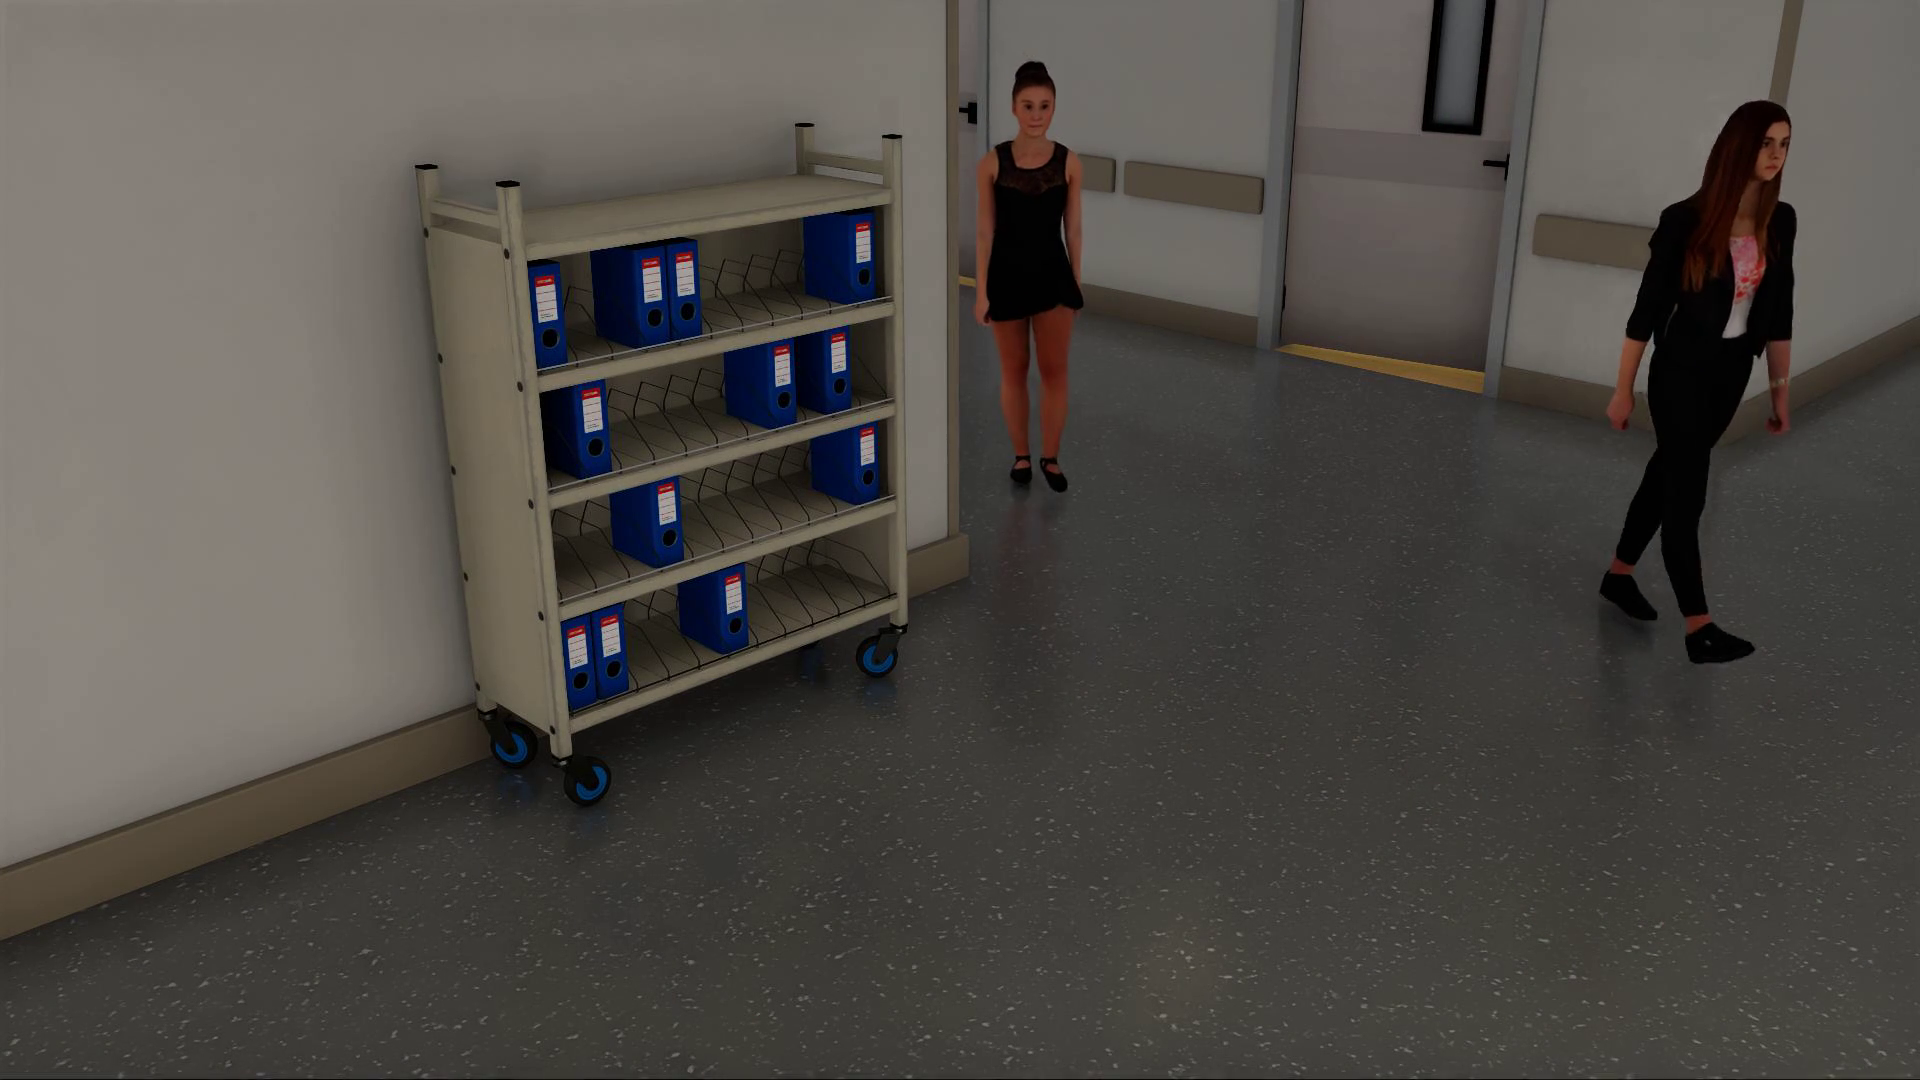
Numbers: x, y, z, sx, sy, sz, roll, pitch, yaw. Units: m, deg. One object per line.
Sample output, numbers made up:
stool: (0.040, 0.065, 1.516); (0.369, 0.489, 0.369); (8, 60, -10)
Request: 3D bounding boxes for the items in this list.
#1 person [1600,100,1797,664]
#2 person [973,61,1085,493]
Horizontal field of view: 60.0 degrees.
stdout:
person: (2.255, -0.506, 5.224); (1.088, 1.674, 1.011); (-5, 21, -12)
person: (0.262, -1.040, 6.646); (0.759, 1.665, 0.819); (0, 21, 1)
